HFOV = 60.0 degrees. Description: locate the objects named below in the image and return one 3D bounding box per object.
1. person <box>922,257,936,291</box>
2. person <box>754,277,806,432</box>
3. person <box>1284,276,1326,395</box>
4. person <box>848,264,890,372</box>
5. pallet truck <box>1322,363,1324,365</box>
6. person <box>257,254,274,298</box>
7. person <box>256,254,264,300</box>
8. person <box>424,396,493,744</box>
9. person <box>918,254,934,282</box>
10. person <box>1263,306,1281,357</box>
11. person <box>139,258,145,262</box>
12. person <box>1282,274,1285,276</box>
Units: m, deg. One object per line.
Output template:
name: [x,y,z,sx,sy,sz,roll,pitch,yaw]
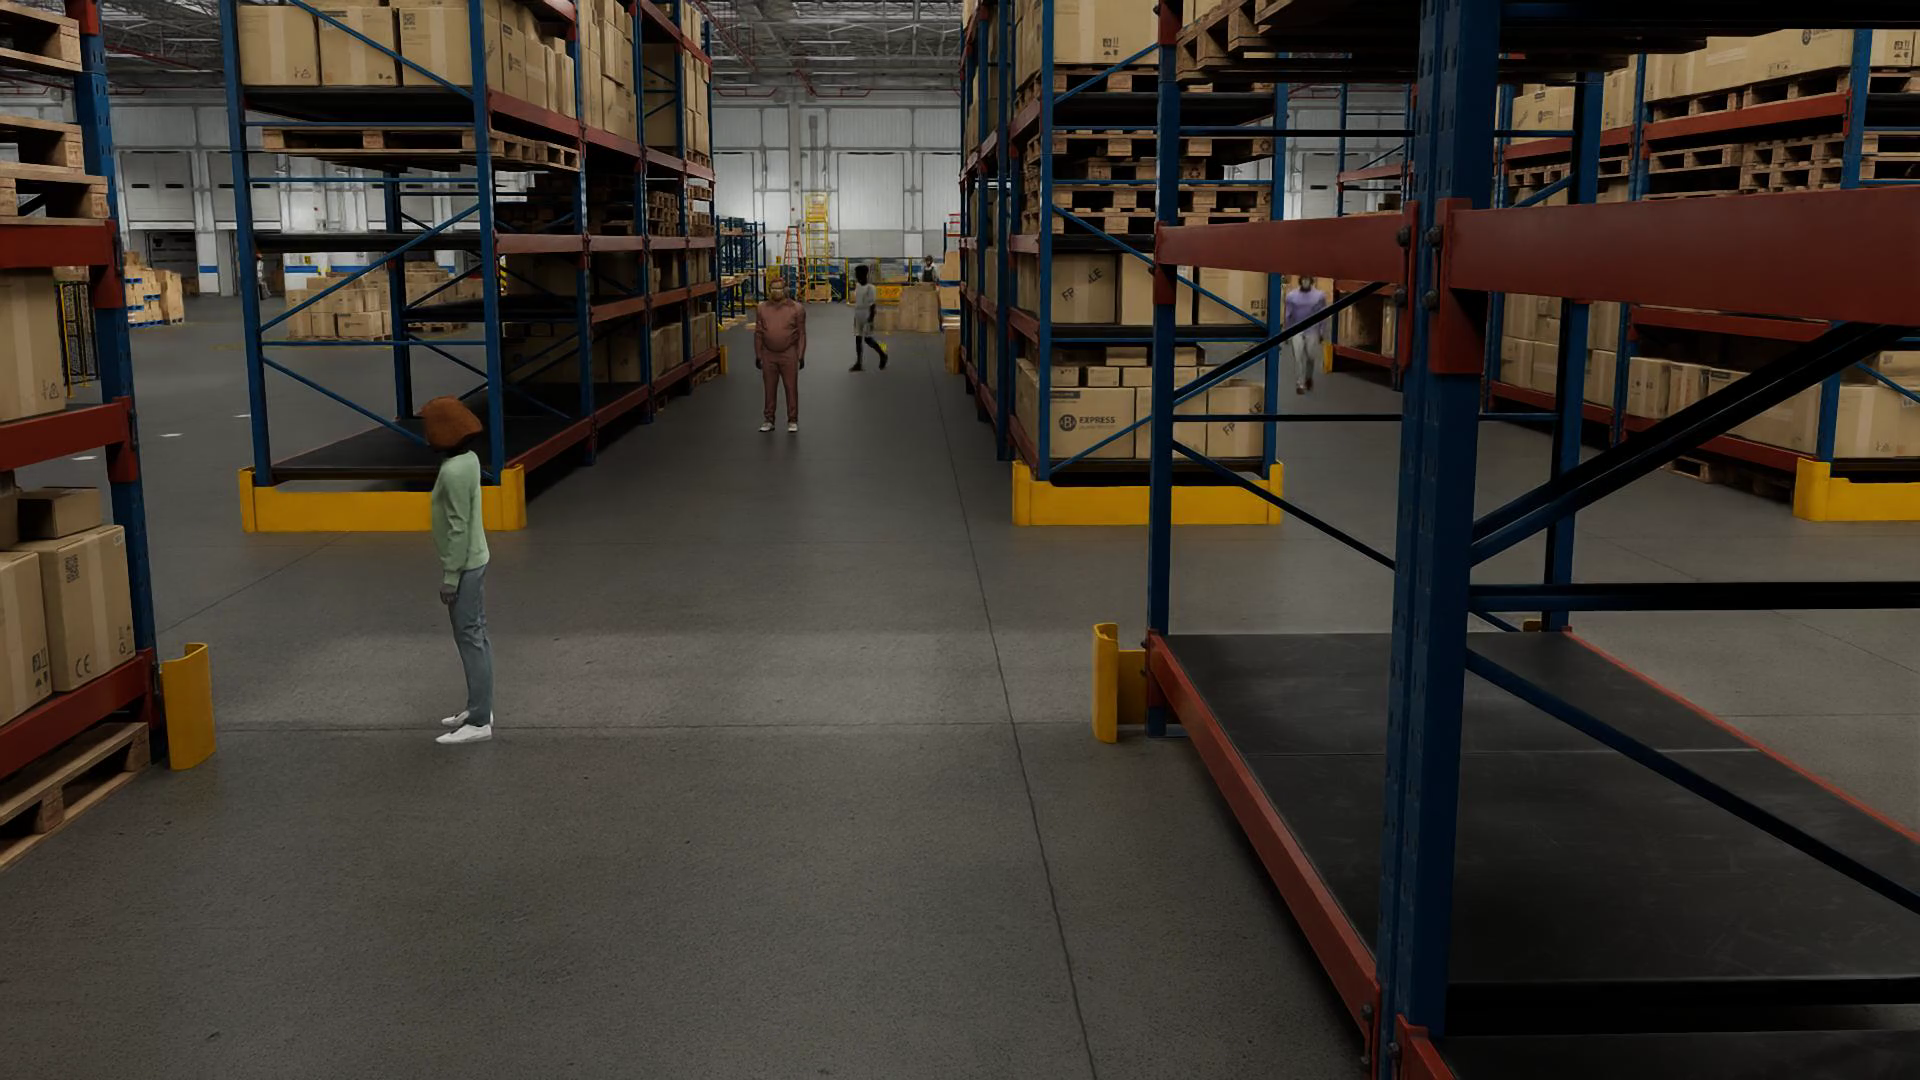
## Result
person: [-1.007,-8.349,54.553,0.507,1.838,0.345,6,12,28]
person: [-2.228,-2.279,20.530,0.655,1.906,0.407,1,10,8]
person: [5.288,-3.190,25.560,0.632,1.920,0.428,2,10,10]
person: [-1.657,-4.004,30.075,0.772,1.937,0.635,-7,12,-35]
pallet truck: [7.712,-4.157,30.737,1.885,1.965,0.823,3,11,16]
person: [-28.940,-10.944,68.885,0.989,1.870,0.608,4,11,23]
person: [-28.210,-10.592,66.744,0.545,1.942,0.354,-8,13,-39]
person: [-2.354,0.139,7.826,0.289,1.632,0.498,-2,10,-10]
person: [-1.191,-9.034,58.183,0.691,1.899,0.652,9,14,42]
person: [6.351,-4.534,33.717,0.383,1.687,0.540,2,10,10]
person: [-30.870,-9.745,62.603,0.783,1.732,0.525,1,10,5]
person: [11.442,-8.950,57.660,0.497,1.919,0.661,-3,11,-18]
